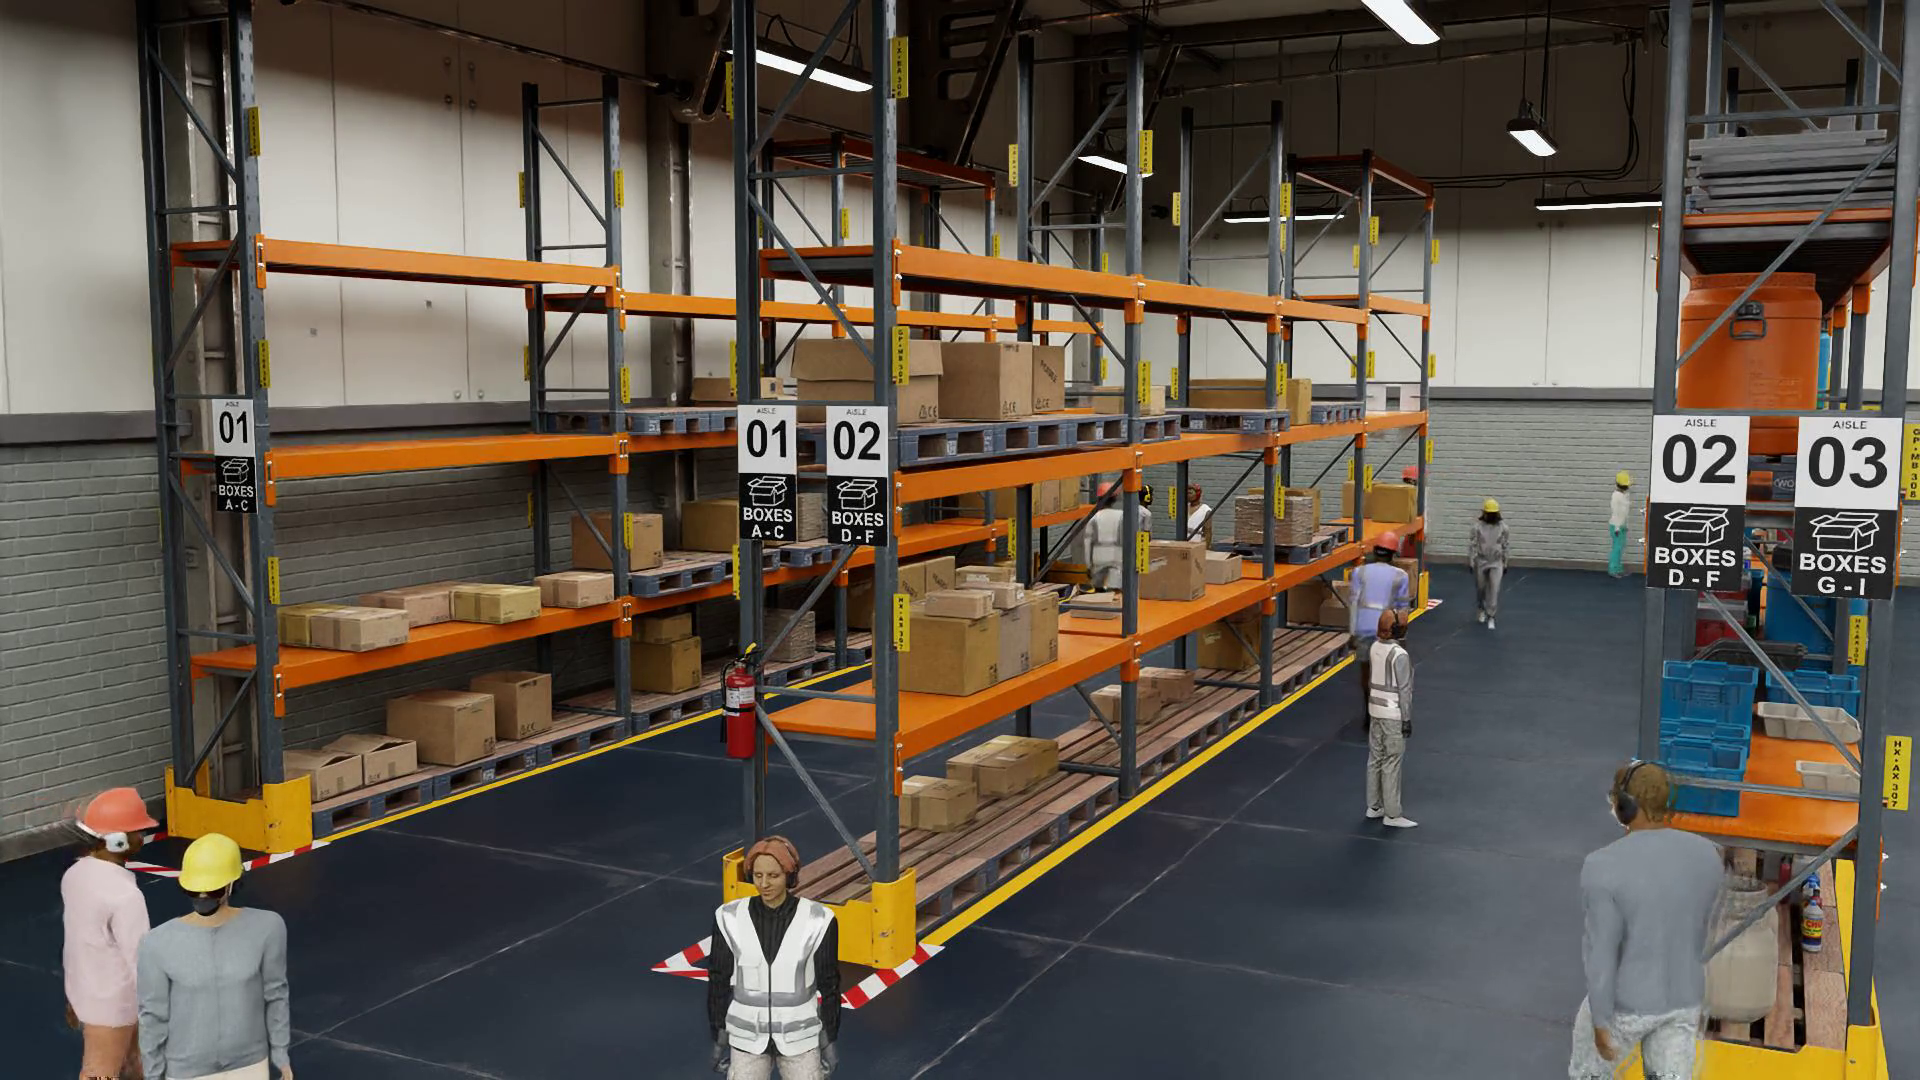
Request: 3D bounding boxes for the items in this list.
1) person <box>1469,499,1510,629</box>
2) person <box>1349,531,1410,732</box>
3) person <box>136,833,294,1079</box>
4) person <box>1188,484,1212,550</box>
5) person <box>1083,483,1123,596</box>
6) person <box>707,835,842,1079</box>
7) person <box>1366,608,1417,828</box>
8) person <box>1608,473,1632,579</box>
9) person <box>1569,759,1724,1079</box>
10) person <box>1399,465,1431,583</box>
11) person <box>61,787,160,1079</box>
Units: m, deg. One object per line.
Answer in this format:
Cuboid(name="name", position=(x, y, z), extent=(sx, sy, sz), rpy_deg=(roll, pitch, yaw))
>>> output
Cuboid(name="person", position=(7.049, 0.296, 22.168), extent=(0.497, 1.717, 0.789), rpy_deg=(2, 6, 16))
Cuboid(name="person", position=(4.019, 0.859, 15.959), extent=(0.550, 1.865, 1.028), rpy_deg=(2, 6, 20))
Cuboid(name="person", position=(-2.704, 1.928, 6.075), extent=(0.526, 1.765, 0.329), rpy_deg=(-4, 7, -36))
Cuboid(name="person", position=(3.269, 0.133, 23.133), extent=(0.382, 1.845, 0.571), rpy_deg=(-4, 7, -37))
Cuboid(name="person", position=(1.872, 0.268, 21.180), extent=(0.613, 1.990, 1.073), rpy_deg=(0, 6, 2))
Cuboid(name="person", position=(-0.718, 1.951, 6.449), extent=(0.522, 1.639, 0.305), rpy_deg=(0, 6, 2))
Cuboid(name="person", position=(3.229, 1.329, 12.494), extent=(0.309, 1.641, 0.514), rpy_deg=(-2, 6, -15))
Cuboid(name="person", position=(10.866, -0.231, 27.269), extent=(0.661, 1.727, 0.343), rpy_deg=(-6, 8, -45))
Cuboid(name="person", position=(2.660, 1.802, 6.624), extent=(0.635, 1.909, 0.818), rpy_deg=(-1, 6, -12))
Cuboid(name="person", position=(6.864, -0.151, 25.254), extent=(0.434, 1.972, 0.635), rpy_deg=(2, 6, 15))
Cuboid(name="person", position=(-3.390, 1.865, 6.891), extent=(0.851, 1.708, 0.583), rpy_deg=(-6, 8, -43))
